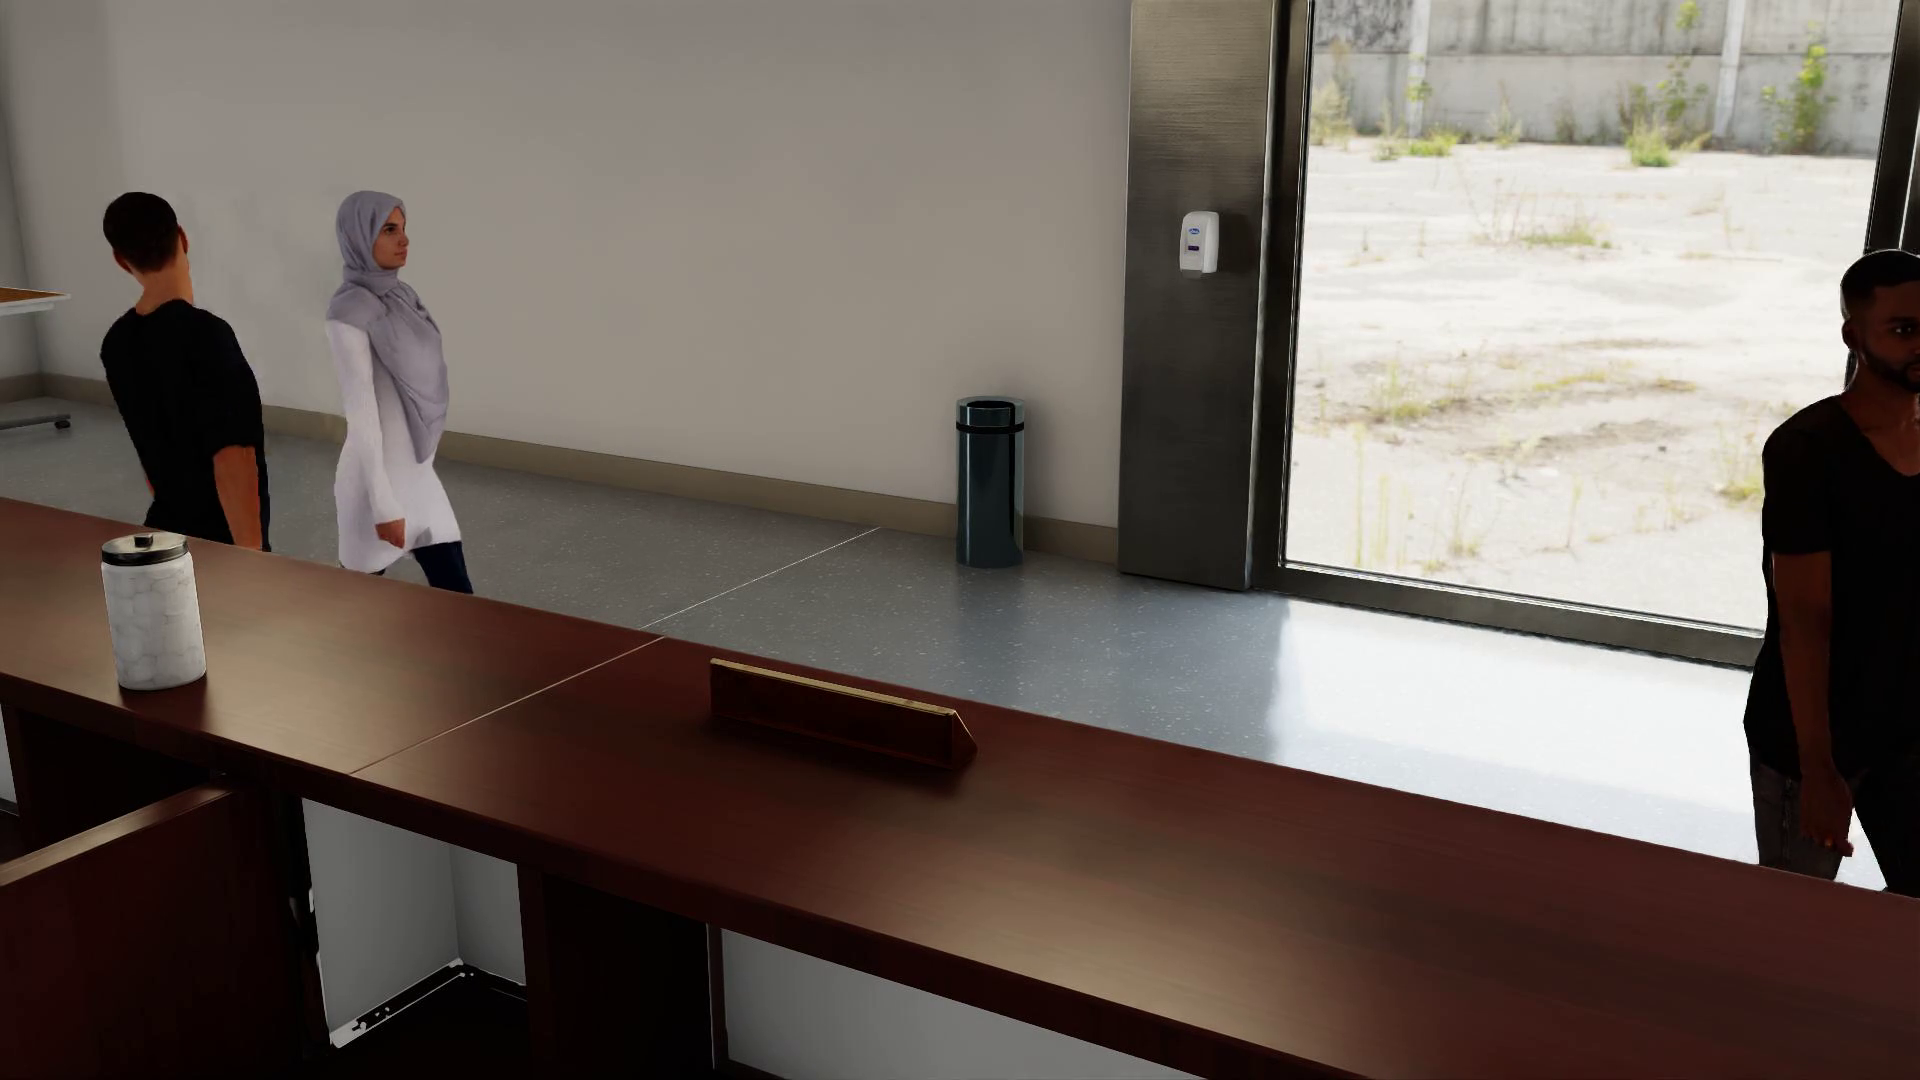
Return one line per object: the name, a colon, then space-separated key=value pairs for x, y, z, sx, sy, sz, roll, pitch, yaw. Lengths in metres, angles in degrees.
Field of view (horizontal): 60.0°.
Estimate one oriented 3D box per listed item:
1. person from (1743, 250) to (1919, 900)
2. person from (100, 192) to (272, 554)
person: x=1.646 y=0.336 z=3.264 sx=0.771 sy=1.787 sz=0.841 roll=-6 pitch=17 yaw=-21
person: x=-1.863 y=0.077 z=4.125 sx=0.588 sy=1.817 sz=0.824 roll=-13 pitch=20 yaw=-39
